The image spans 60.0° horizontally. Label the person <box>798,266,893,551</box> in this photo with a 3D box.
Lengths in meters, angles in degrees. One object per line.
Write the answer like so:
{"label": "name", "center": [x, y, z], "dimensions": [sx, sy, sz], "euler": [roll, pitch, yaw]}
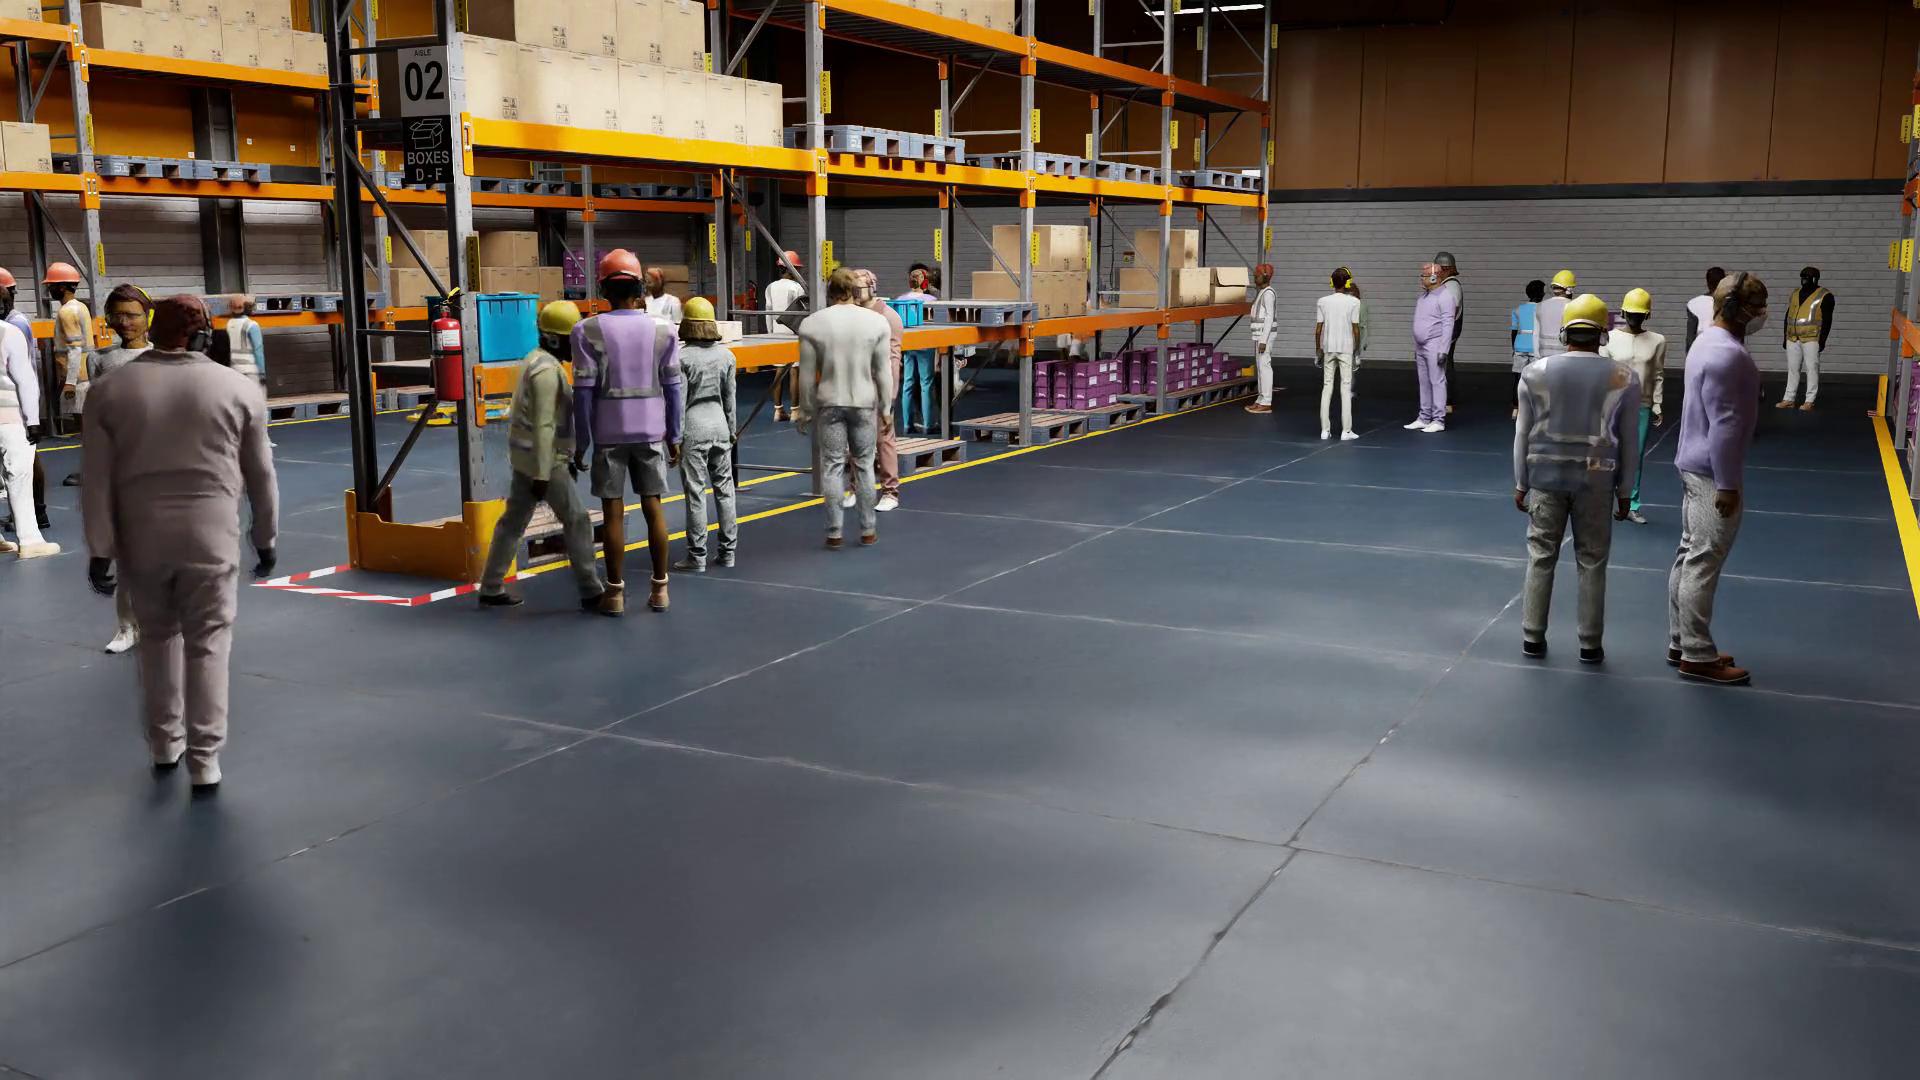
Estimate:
{"label": "person", "center": [-0.772, -0.890, 11.332], "dimensions": [0.636, 1.936, 0.374], "euler": [-1, 10, -6]}

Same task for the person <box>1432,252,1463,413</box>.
{"label": "person", "center": [6.111, -2.640, 21.160], "dimensions": [0.535, 2.000, 0.684], "euler": [3, 10, 15]}

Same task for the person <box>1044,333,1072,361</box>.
{"label": "person", "center": [1.532, -3.114, 24.301], "dimensions": [0.585, 1.895, 0.824], "euler": [4, 11, 21]}

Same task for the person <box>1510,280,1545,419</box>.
{"label": "person", "center": [6.930, -2.300, 20.176], "dimensions": [0.317, 1.698, 0.540], "euler": [-9, 13, -42]}

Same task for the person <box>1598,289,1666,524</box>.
{"label": "person", "center": [4.983, -0.987, 12.409], "dimensions": [0.524, 1.759, 0.328], "euler": [1, 10, 4]}

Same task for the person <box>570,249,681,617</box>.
{"label": "person", "center": [-1.865, -0.591, 9.293], "dimensions": [0.614, 2.040, 0.375], "euler": [-5, 11, -26]}

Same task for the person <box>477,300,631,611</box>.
{"label": "person", "center": [-2.347, -0.460, 9.342], "dimensions": [0.848, 1.776, 0.617], "euler": [-4, 10, -21]}

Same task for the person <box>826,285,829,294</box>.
{"label": "person", "center": [-1.818, -2.634, 22.422], "dimensions": [0.551, 1.585, 0.863], "euler": [7, 12, 34]}

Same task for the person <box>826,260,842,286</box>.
{"label": "person", "center": [-2.021, -3.592, 27.097], "dimensions": [0.611, 1.890, 0.869], "euler": [0, 10, -3]}

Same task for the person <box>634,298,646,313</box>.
{"label": "person", "center": [-3.152, -1.564, 16.165], "dimensions": [0.539, 1.605, 0.736], "euler": [2, 10, 13]}

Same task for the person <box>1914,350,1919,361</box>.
{"label": "person", "center": [13.978, -2.927, 23.994], "dimensions": [0.499, 1.635, 0.281], "euler": [7, 12, 35]}

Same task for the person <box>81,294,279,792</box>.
{"label": "person", "center": [-2.963, 0.005, 6.369], "dimensions": [0.664, 1.864, 0.777], "euler": [-3, 10, -18]}

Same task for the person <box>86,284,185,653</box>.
{"label": "person", "center": [-4.166, -0.359, 8.456], "dimensions": [0.510, 1.870, 0.328], "euler": [-2, 10, -12]}

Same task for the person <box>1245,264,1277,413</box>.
{"label": "person", "center": [3.834, -2.549, 21.090], "dimensions": [0.355, 1.884, 0.576], "euler": [0, 10, 3]}

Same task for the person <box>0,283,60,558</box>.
{"label": "person", "center": [-6.364, -0.793, 11.045], "dimensions": [0.624, 1.844, 0.429], "euler": [2, 10, 13]}

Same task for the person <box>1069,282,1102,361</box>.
{"label": "person", "center": [1.770, -2.840, 23.437], "dimensions": [0.534, 1.657, 0.860], "euler": [5, 11, 26]}

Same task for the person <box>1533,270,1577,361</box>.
{"label": "person", "center": [6.486, -1.989, 17.988], "dimensions": [0.403, 1.835, 0.586], "euler": [-7, 12, -36]}

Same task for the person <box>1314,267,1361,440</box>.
{"label": "person", "center": [4.102, -2.018, 18.051], "dimensions": [0.521, 1.873, 0.335], "euler": [6, 12, 32]}

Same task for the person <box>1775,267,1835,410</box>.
{"label": "person", "center": [10.917, -2.599, 21.501], "dimensions": [0.429, 1.844, 0.623], "euler": [-5, 11, -29]}

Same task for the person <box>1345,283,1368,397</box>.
{"label": "person", "center": [5.351, -2.746, 23.046], "dimensions": [0.694, 1.607, 0.504], "euler": [-9, 14, -43]}

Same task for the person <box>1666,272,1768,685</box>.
{"label": "person", "center": [3.595, -0.297, 7.905], "dimensions": [0.370, 1.934, 0.627], "euler": [3, 10, 16]}

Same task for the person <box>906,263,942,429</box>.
{"label": "person", "center": [-0.391, -2.204, 19.026], "dimensions": [0.630, 1.907, 0.873], "euler": [0, 10, -3]}

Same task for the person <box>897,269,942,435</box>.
{"label": "person", "center": [-0.465, -2.091, 18.543], "dimensions": [0.567, 1.846, 0.389], "euler": [5, 11, 27]}

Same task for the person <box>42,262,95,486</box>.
{"label": "person", "center": [-7.717, -1.435, 14.479], "dimensions": [0.377, 1.938, 0.547], "euler": [-3, 10, -17]}

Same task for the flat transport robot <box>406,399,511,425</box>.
{"label": "flat transport robot", "center": [-5.817, -1.540, 19.904], "dimensions": [1.431, 0.197, 0.652], "euler": [-8, 12, -37]}

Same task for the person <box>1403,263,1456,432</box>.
{"label": "person", "center": [5.325, -2.171, 18.844], "dimensions": [0.399, 1.905, 0.643], "euler": [-2, 10, -12]}

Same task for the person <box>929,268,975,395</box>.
{"label": "person", "center": [-0.240, -2.931, 23.538], "dimensions": [0.820, 1.807, 0.633], "euler": [5, 11, 27]}

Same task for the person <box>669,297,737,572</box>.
{"label": "person", "center": [-1.650, -0.671, 10.619], "dimensions": [0.492, 1.743, 0.296], "euler": [-9, 13, -42]}

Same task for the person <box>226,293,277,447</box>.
{"label": "person", "center": [-7.312, -1.715, 17.020], "dimensions": [0.530, 1.618, 0.611], "euler": [7, 12, 34]}

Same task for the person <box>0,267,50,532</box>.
{"label": "person", "center": [-6.929, -1.025, 12.139], "dimensions": [0.372, 1.928, 0.543], "euler": [-8, 13, -40]}

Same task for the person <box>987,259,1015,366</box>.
{"label": "person", "center": [0.722, -4.060, 29.616], "dimensions": [0.618, 1.968, 0.813], "euler": [-4, 11, -22]}

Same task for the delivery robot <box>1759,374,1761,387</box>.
{"label": "delivery robot", "center": [10.465, -2.168, 22.453], "dimensions": [0.477, 0.478, 0.707], "euler": [-1, 10, -8]}

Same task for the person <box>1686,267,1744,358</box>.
{"label": "person", "center": [8.206, -2.028, 18.100], "dimensions": [0.595, 1.888, 0.941], "euler": [4, 10, 20]}

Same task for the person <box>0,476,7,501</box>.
{"label": "person", "center": [-8.011, -1.119, 13.532], "dimensions": [0.498, 1.633, 0.283], "euler": [0, 10, 1]}

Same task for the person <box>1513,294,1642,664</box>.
{"label": "person", "center": [3.044, -0.297, 8.241], "dimensions": [0.586, 1.824, 0.404], "euler": [4, 11, 23]}

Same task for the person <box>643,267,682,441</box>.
{"label": "person", "center": [-3.198, -1.978, 17.837], "dimensions": [0.580, 1.869, 0.435], "euler": [9, 13, 43]}

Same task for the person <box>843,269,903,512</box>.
{"label": "person", "center": [-0.746, -1.172, 13.095], "dimensions": [0.636, 1.899, 0.396], "euler": [7, 12, 36]}

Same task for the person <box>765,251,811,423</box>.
{"label": "person", "center": [-2.035, -2.421, 19.886], "dimensions": [0.614, 2.041, 0.366], "euler": [7, 12, 36]}
